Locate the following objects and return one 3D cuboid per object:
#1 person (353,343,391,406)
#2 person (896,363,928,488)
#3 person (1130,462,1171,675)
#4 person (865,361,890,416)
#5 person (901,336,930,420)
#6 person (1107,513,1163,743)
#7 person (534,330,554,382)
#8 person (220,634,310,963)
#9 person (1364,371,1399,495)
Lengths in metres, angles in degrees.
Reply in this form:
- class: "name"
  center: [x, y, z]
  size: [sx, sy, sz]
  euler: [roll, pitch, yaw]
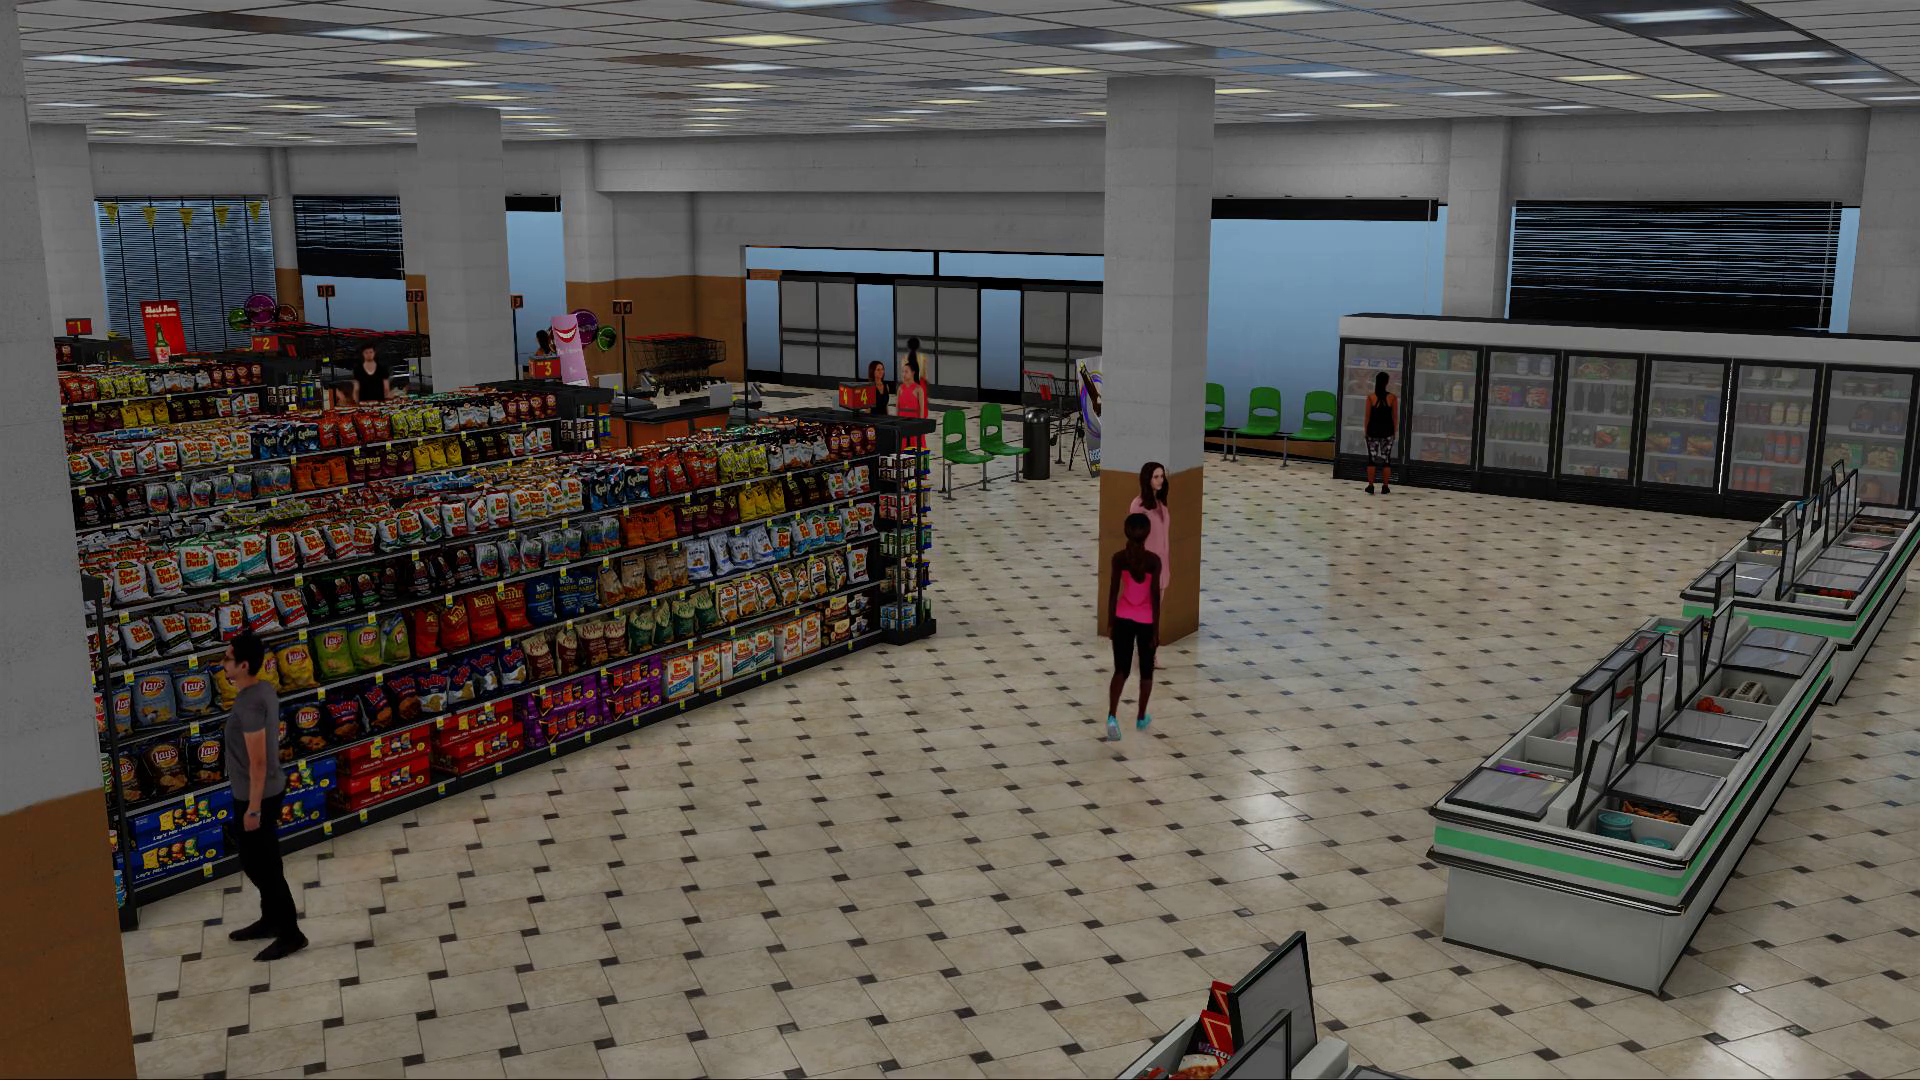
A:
- class: "person"
  center: [-8.495, -1.909, 24.033]
  size: [0.950, 1.882, 0.992]
  euler: [-3, 12, -16]
- class: "person"
  center: [-0.680, -1.568, 22.791]
  size: [0.638, 1.726, 0.598]
  euler: [6, 13, 27]
- class: "person"
  center: [1.596, 0.227, 14.080]
  size: [0.702, 1.803, 0.508]
  euler: [11, 16, 43]
- class: "person"
  center: [-1.103, -1.452, 21.979]
  size: [0.518, 1.834, 0.682]
  euler: [-11, 16, -43]
- class: "person"
  center: [-0.685, -2.276, 26.052]
  size: [0.945, 1.768, 1.143]
  euler: [0, 12, 2]
- class: "person"
  center: [1.263, 0.666, 12.252]
  size: [0.744, 1.698, 1.128]
  euler: [4, 13, 20]
- class: "person"
  center: [-7.265, -2.848, 29.069]
  size: [0.785, 1.645, 0.667]
  euler: [0, 12, 2]
- class: "person"
  center: [-3.728, 1.339, 8.884]
  size: [0.816, 1.769, 0.767]
  euler: [-4, 13, -19]
- class: "person"
  center: [5.667, -1.457, 22.423]
  size: [0.651, 1.661, 0.641]
  euler: [2, 12, 10]
